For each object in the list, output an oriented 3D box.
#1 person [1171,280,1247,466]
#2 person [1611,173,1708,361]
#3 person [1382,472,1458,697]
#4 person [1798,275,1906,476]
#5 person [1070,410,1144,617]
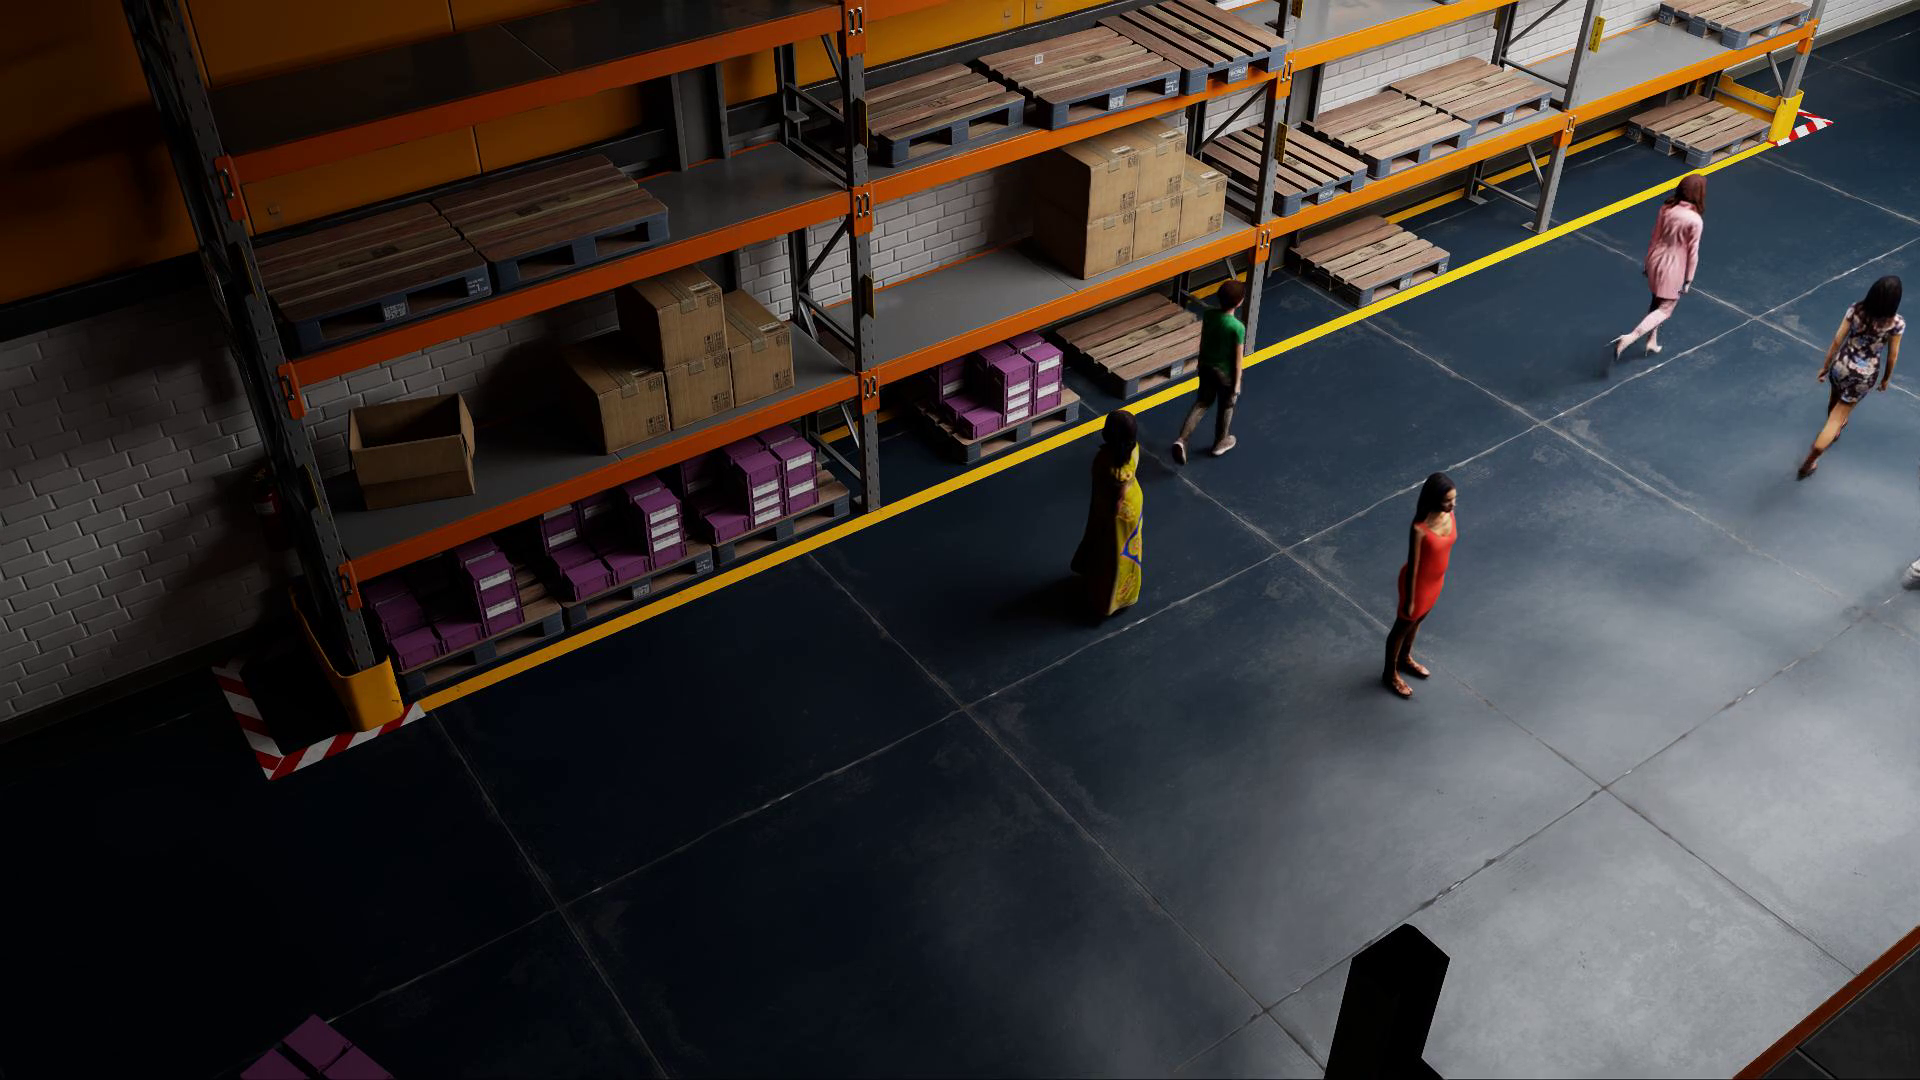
[{"bbox_3d":[1.998,-1.301,13.196,1.002,1.631,0.687,-31,48,-33],"label":"person"},{"bbox_3d":[6.014,-2.282,14.303,0.986,1.783,0.651,-22,43,-25],"label":"person"},{"bbox_3d":[3.087,0.275,11.151,0.689,1.719,0.536,29,47,32],"label":"person"},{"bbox_3d":[6.995,-1.253,13.094,0.773,1.684,1.165,31,48,33],"label":"person"},{"bbox_3d":[1.112,-0.234,11.837,1.056,1.660,1.004,5,39,6],"label":"person"}]
